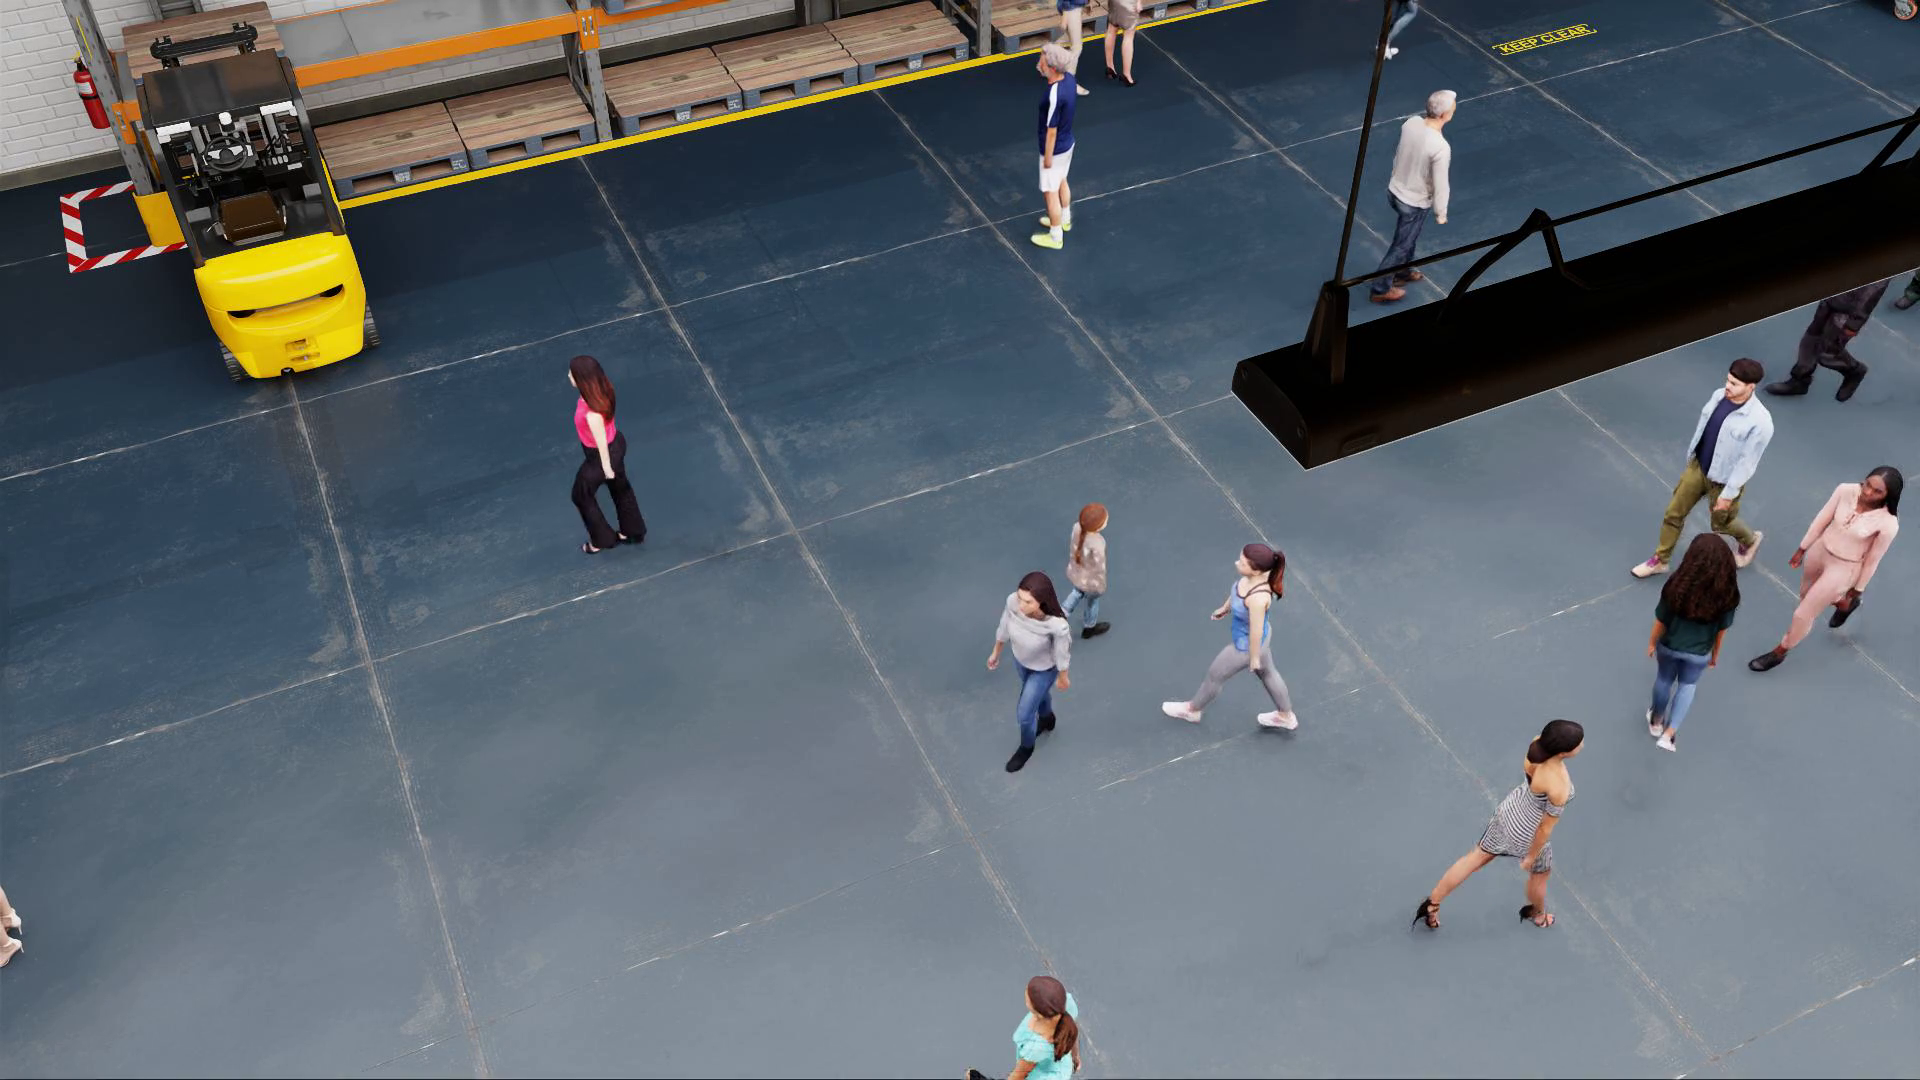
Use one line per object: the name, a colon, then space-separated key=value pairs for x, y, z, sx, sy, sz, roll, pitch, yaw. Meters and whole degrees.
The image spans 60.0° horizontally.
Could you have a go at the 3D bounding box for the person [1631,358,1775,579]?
person: x=5.087 y=-0.438 z=11.001 sx=1.152 sy=1.781 sz=0.762 roll=-17 pitch=46 yaw=-17

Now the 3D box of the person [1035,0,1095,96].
person: x=1.042 y=-5.095 z=15.968 sx=0.984 sy=1.673 sz=0.934 roll=13 pitch=45 yaw=14

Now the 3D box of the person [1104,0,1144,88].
person: x=1.578 y=-5.224 z=16.052 sx=0.607 sy=1.744 sz=0.644 roll=-32 pitch=52 yaw=-29

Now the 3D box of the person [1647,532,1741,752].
person: x=4.326 y=0.682 z=9.958 sx=0.841 sy=1.599 sz=0.899 roll=17 pitch=46 yaw=17

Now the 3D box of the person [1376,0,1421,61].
person: x=4.316 y=-5.472 z=16.396 sx=0.721 sy=1.628 sz=0.703 roll=-28 pitch=50 yaw=-26

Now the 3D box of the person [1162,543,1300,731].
person: x=1.819 y=0.617 z=10.047 sx=1.122 sy=1.571 sz=1.006 roll=11 pitch=45 yaw=11

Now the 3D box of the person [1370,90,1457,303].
person: x=3.538 y=-2.704 z=13.303 sx=0.848 sy=1.887 sz=0.798 roll=-13 pitch=45 yaw=-13

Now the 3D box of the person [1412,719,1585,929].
person: x=2.902 y=1.561 z=8.903 sx=1.135 sy=1.780 sz=0.822 roll=-5 pitch=44 yaw=-5

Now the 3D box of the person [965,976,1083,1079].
person: x=0.474 y=2.606 z=7.992 sx=0.951 sy=1.524 sz=1.010 roll=25 pitch=49 yaw=24

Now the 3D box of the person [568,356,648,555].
person: x=-2.335 y=-0.571 z=11.241 sx=0.793 sy=1.643 sz=0.727 roll=2 pitch=44 yaw=2

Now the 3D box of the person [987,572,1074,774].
person: x=0.513 y=0.709 z=9.927 sx=0.796 sy=1.601 sz=0.741 roll=-25 pitch=49 yaw=-24

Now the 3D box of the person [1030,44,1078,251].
person: x=0.810 y=-3.319 z=13.989 sx=0.754 sy=1.832 sz=0.707 roll=12 pitch=45 yaw=12

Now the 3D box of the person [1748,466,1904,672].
person: x=5.547 y=0.154 z=10.442 sx=1.057 sy=1.696 sz=0.636 roll=-14 pitch=45 yaw=-15

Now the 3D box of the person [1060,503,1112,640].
person: x=0.778 y=0.222 z=10.739 sx=0.704 sy=1.187 sz=0.553 roll=-25 pitch=49 yaw=-24
